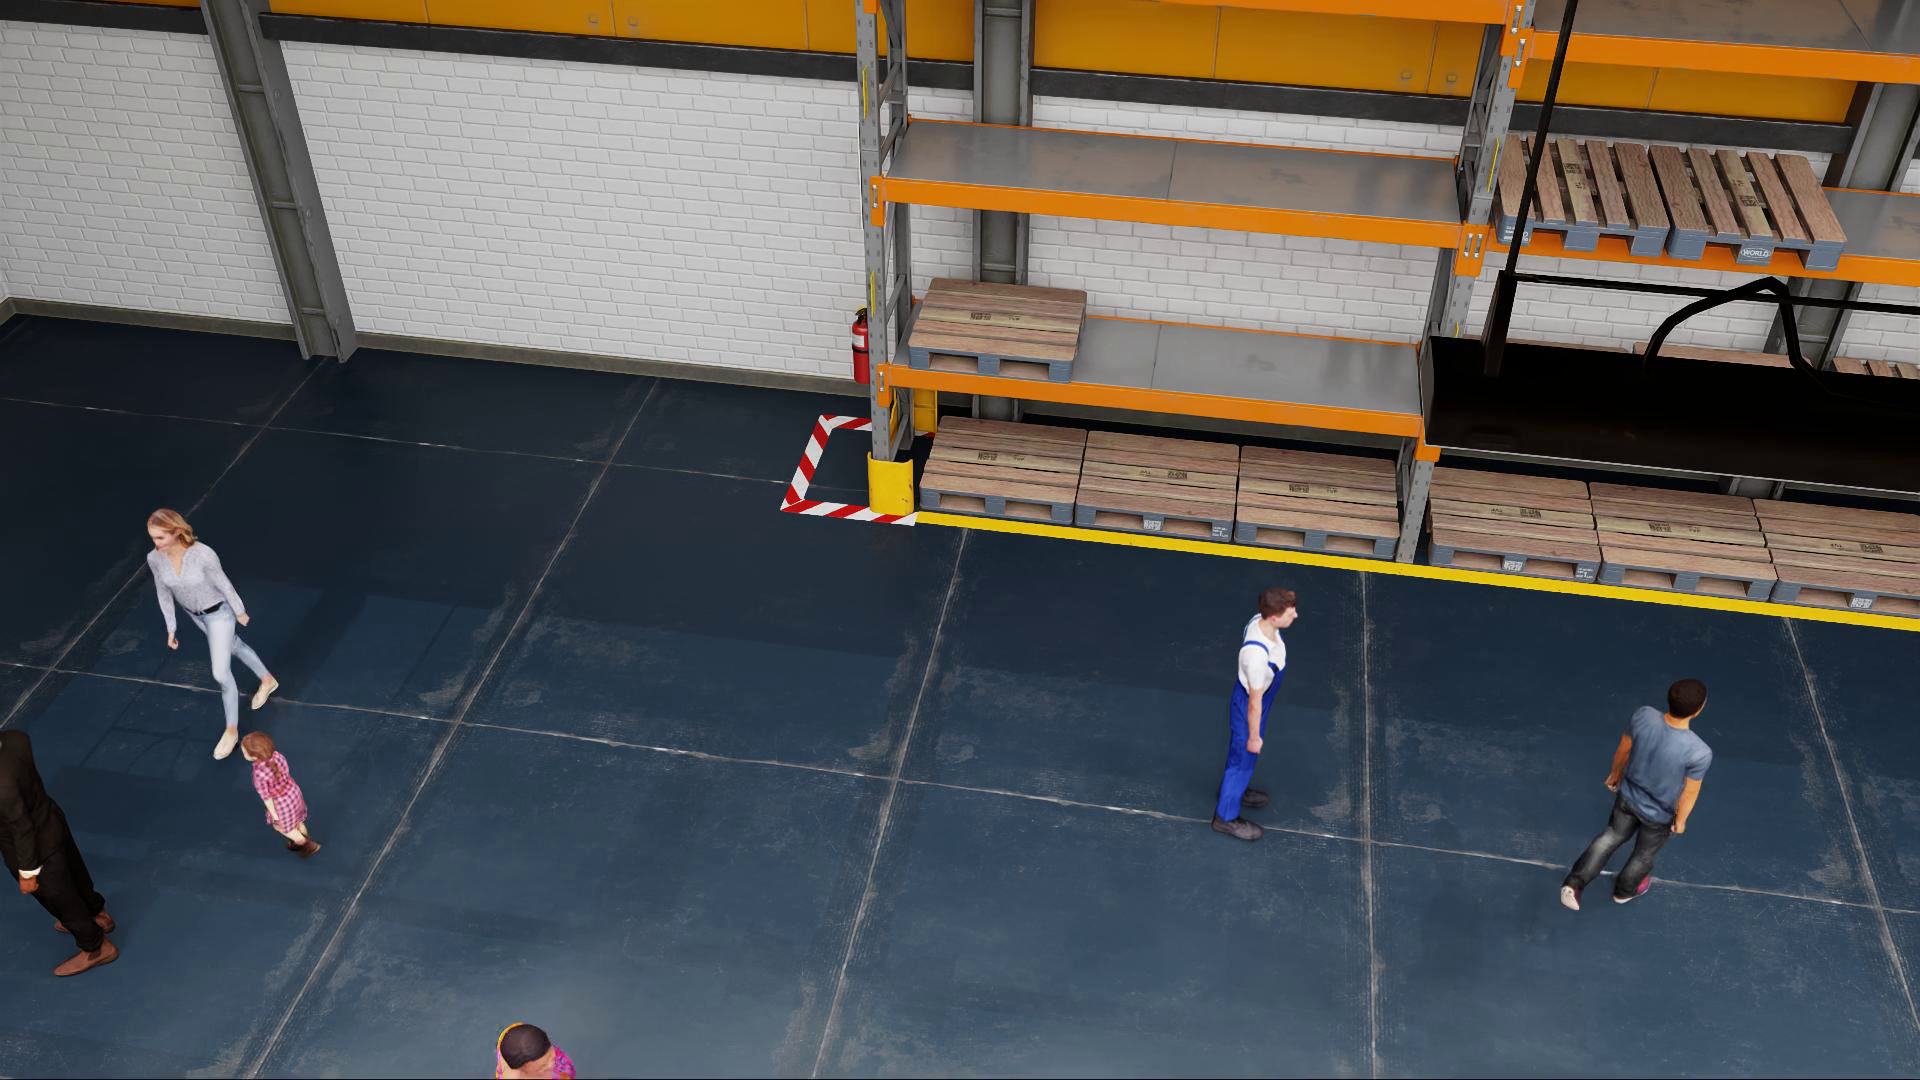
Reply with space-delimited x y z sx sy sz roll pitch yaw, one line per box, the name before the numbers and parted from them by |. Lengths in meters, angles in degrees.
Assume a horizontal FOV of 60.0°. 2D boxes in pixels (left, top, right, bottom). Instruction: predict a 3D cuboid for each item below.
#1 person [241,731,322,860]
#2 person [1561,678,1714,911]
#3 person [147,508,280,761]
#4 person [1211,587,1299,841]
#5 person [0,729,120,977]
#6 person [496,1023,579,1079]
person | -4.021 1.543 9.934 0.525 1.014 0.442 11 40 13
person | 3.833 1.492 9.374 1.066 1.794 1.003 -23 44 -26
person | -4.783 0.438 10.724 0.963 1.756 0.695 7 39 9
person | 1.744 1.002 9.945 0.580 1.847 0.641 11 40 13
person | -5.061 1.632 9.110 0.782 1.904 0.794 -11 40 -13
person | -2.056 2.739 7.952 0.993 1.620 0.870 -11 40 -14
